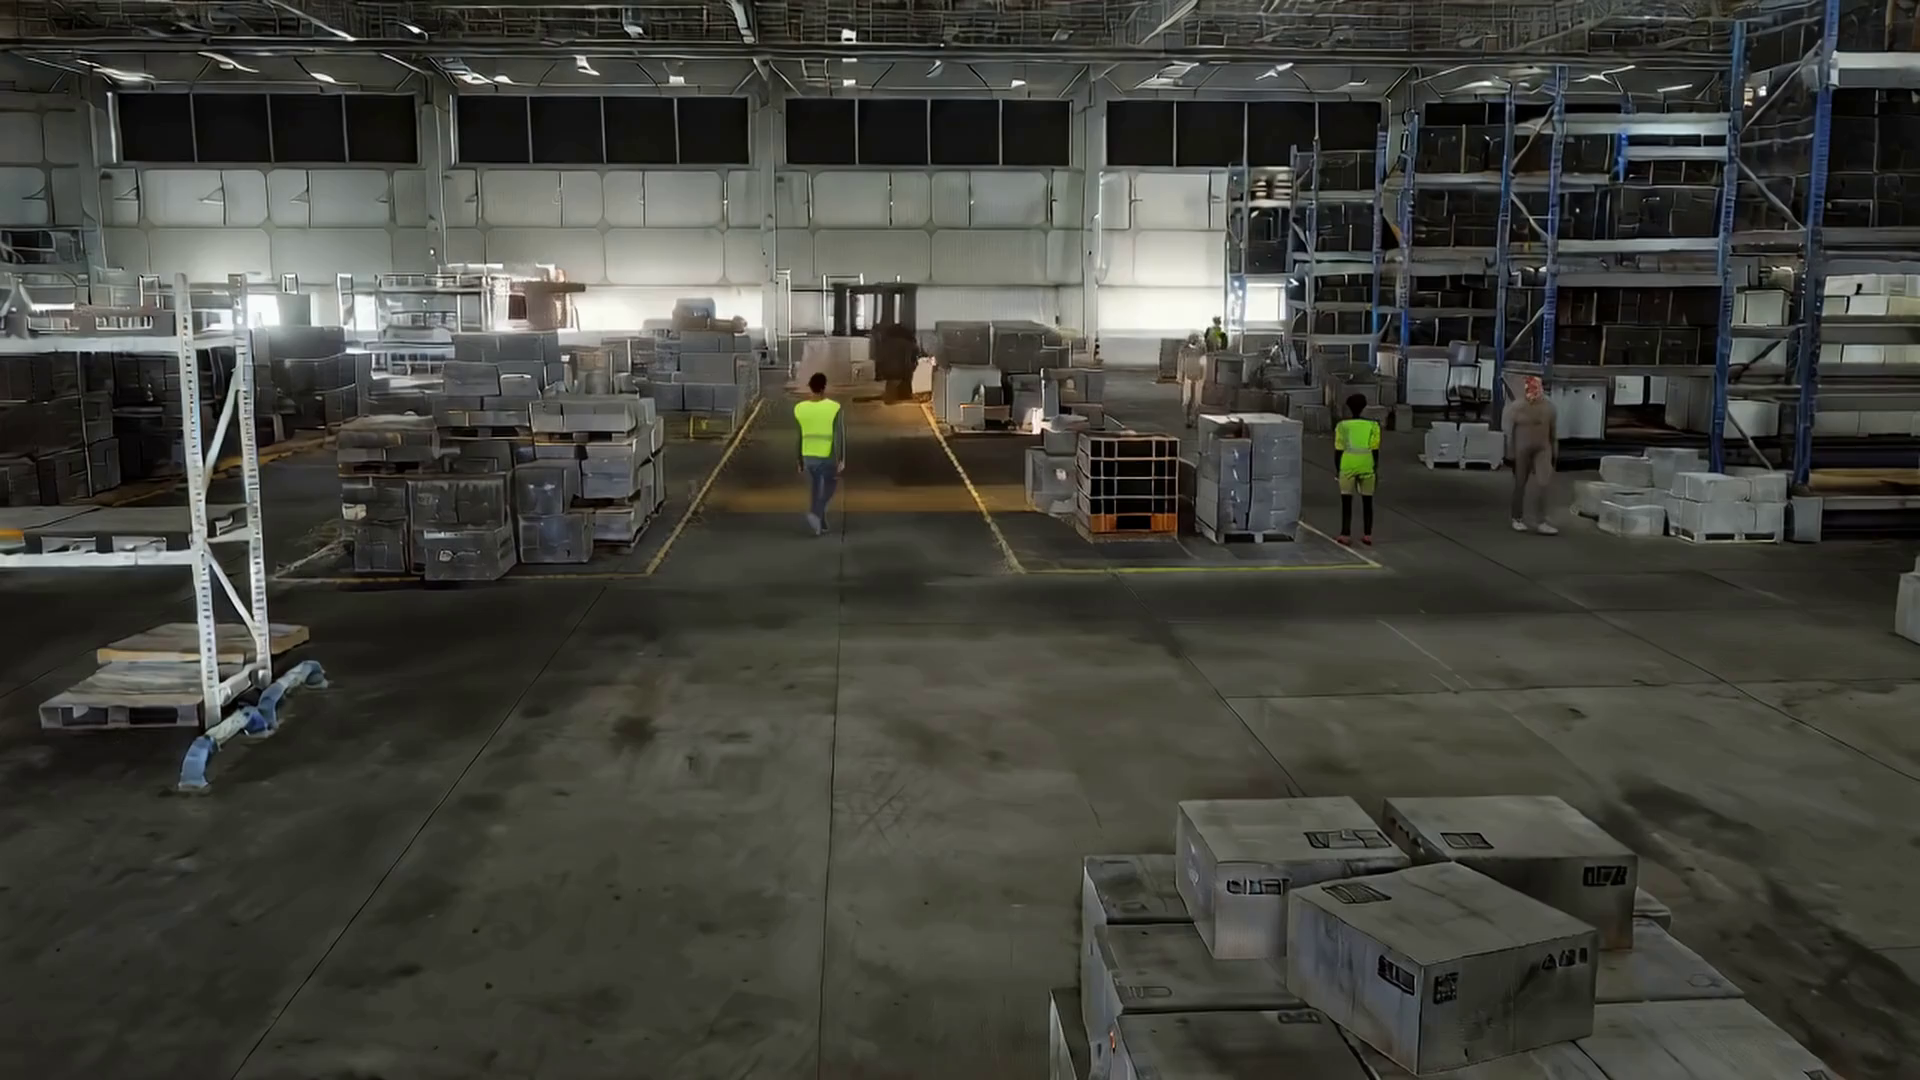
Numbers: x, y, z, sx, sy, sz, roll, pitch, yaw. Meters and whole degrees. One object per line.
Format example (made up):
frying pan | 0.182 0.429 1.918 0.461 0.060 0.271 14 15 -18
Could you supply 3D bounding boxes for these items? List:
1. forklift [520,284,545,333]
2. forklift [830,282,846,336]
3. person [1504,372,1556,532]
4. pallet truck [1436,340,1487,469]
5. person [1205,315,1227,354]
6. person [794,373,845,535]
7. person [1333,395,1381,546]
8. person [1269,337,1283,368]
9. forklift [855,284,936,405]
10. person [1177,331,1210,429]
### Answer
forklift | -9.320 -4.225 36.561 1.873 2.768 1.129 -1 9 -4
forklift | -3.244 -5.534 44.780 1.873 2.768 1.129 -1 9 -4
person | 6.766 -1.027 19.607 0.669 1.873 0.813 -1 9 -7
pallet truck | 8.004 -2.170 26.422 0.823 1.965 1.885 2 9 14
person | 6.689 -4.878 43.434 0.612 1.995 0.377 5 10 29
person | -1.638 -0.977 19.210 0.605 1.906 0.624 4 10 21
person | 4.435 -0.774 18.611 0.529 1.692 0.321 -1 9 -4
person | 7.088 -3.757 37.526 0.446 1.622 0.540 1 9 3
forklift | -1.404 -4.621 39.044 1.873 2.768 1.129 -9 13 -44
person | 4.602 -3.142 32.771 0.630 1.925 0.434 0 9 1
